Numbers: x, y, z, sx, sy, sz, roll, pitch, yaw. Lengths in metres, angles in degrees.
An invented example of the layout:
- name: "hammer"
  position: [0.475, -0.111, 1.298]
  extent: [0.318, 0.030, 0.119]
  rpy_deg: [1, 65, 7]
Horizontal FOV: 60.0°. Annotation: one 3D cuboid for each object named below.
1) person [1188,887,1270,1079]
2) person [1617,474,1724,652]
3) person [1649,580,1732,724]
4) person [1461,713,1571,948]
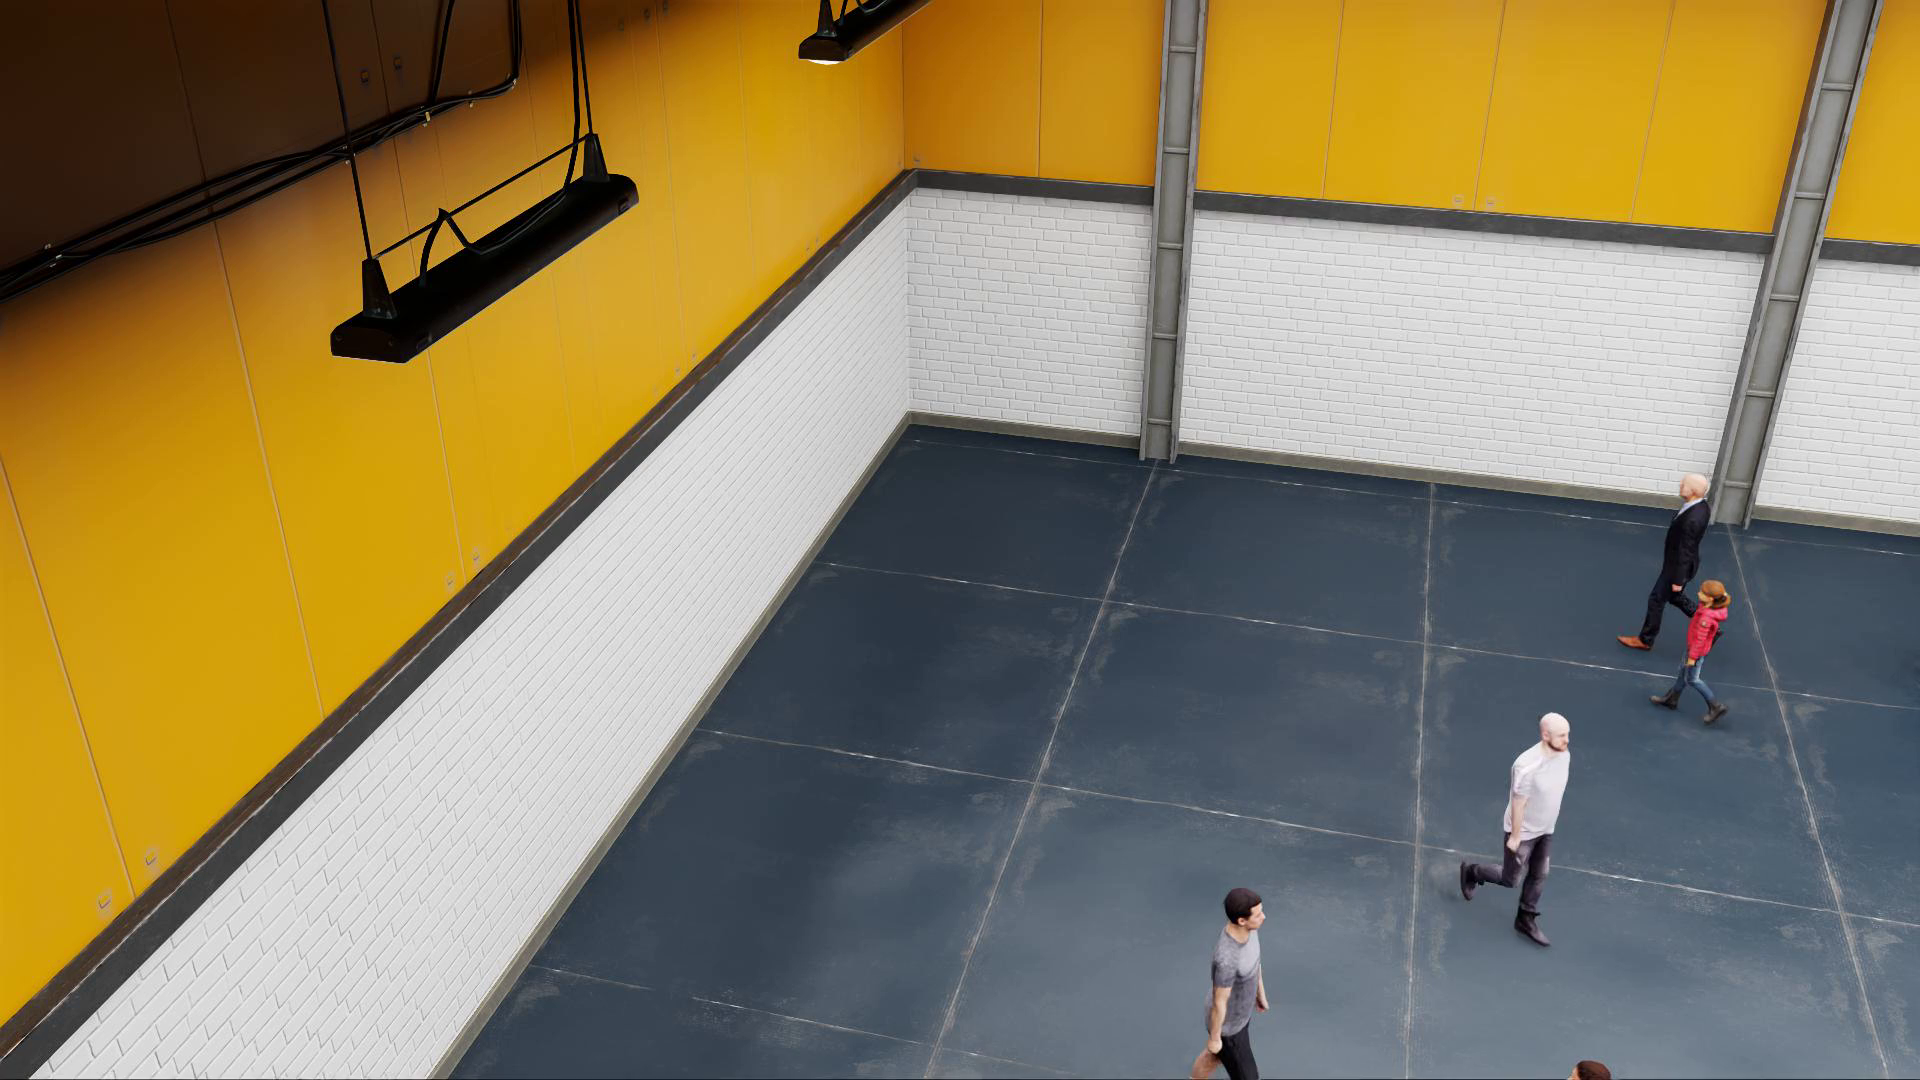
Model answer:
- name: "person"
  position: [1.549, 2.813, 9.976]
  extent: [1.046, 1.849, 0.782]
  rpy_deg: [13, 31, 22]
- name: "person"
  position: [6.460, 0.253, 14.742]
  extent: [1.155, 1.780, 0.867]
  rpy_deg: [15, 32, 25]
- name: "person"
  position: [6.264, 0.943, 13.980]
  extent: [0.897, 1.299, 0.649]
  rpy_deg: [15, 32, 25]
- name: "person"
  position: [3.904, 1.953, 11.583]
  extent: [1.035, 1.819, 1.104]
  rpy_deg: [-17, 33, -28]
